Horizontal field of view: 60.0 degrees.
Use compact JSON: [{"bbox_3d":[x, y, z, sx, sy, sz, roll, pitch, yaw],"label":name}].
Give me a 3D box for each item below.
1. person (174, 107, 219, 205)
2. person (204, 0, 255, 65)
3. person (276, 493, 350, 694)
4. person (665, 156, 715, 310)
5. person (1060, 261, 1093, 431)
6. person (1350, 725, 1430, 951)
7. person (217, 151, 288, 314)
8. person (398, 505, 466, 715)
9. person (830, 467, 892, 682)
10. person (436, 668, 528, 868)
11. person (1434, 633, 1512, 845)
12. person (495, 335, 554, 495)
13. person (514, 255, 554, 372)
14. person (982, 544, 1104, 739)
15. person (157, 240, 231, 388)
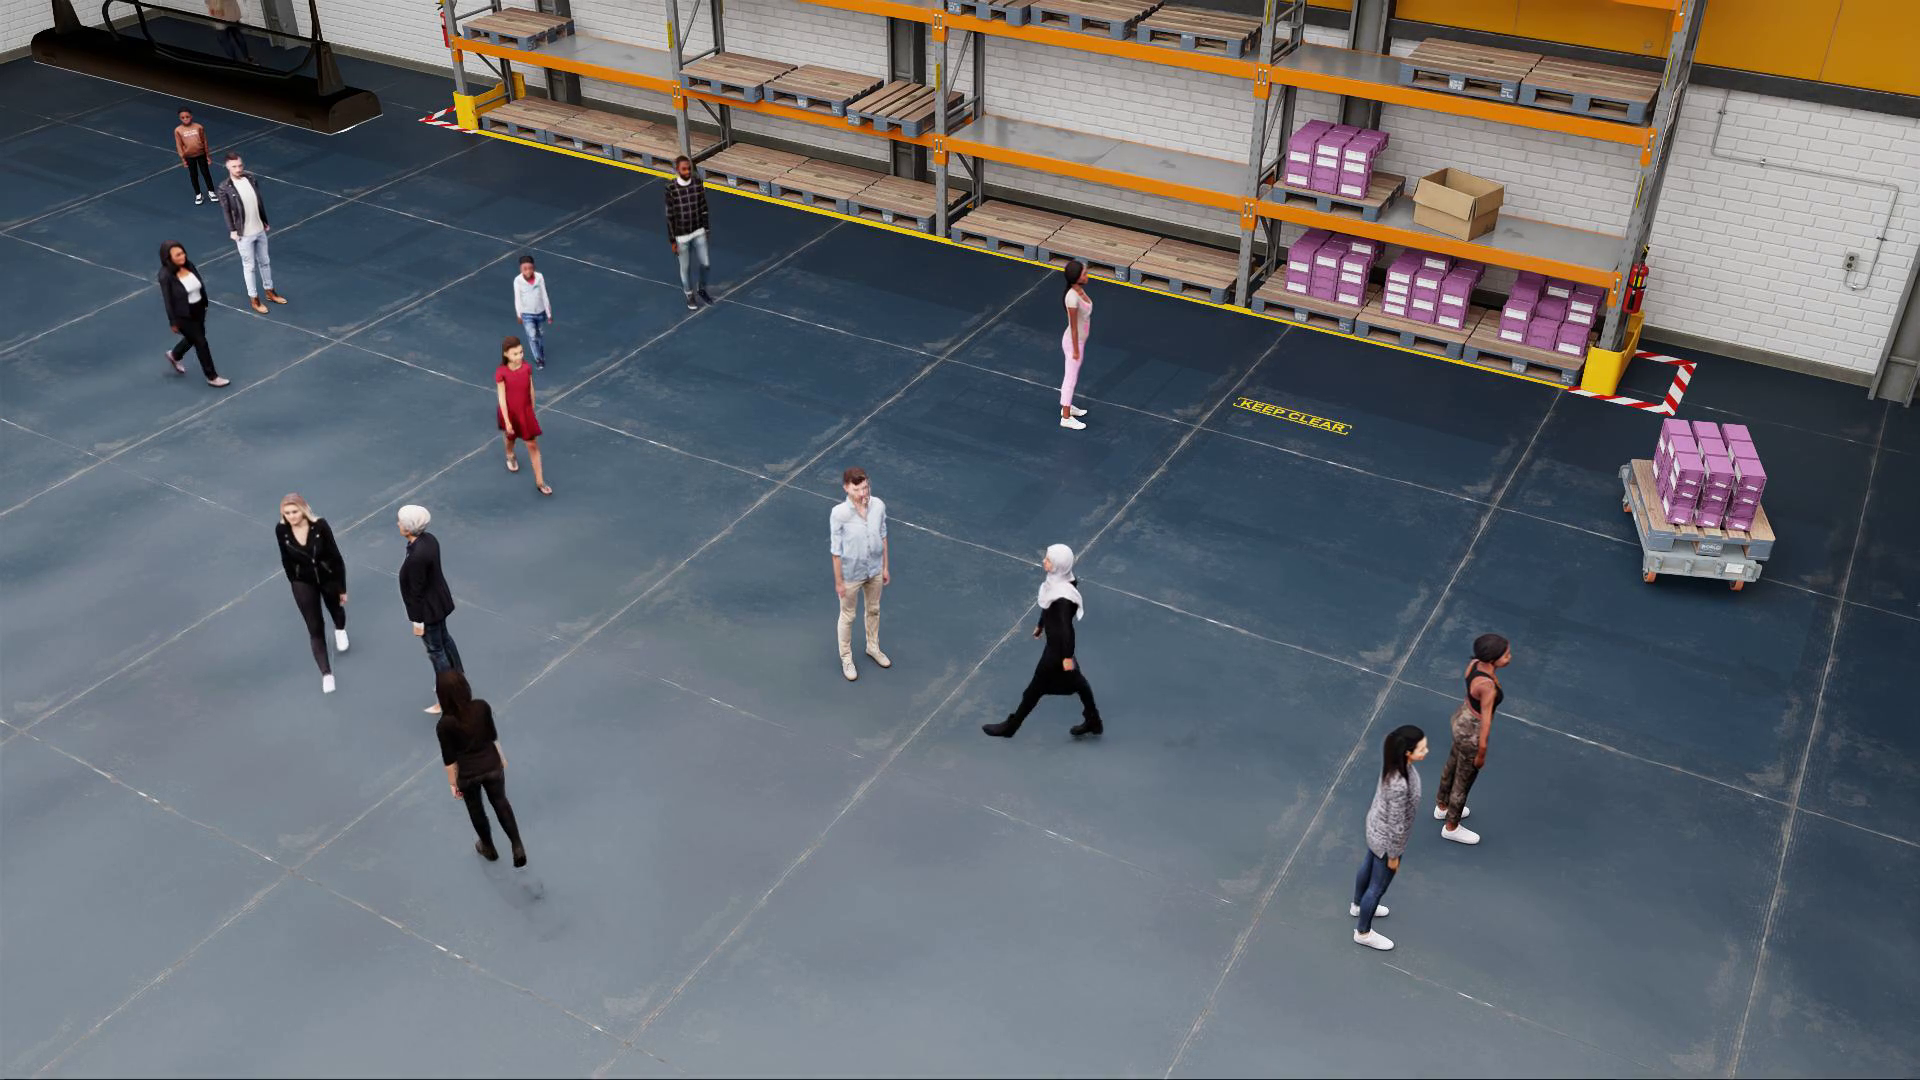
[{"bbox_3d":[-9.862,-4.981,21.458,0.591,1.254,0.611,-16,37,-23],"label":"person"},{"bbox_3d":[-11.372,-8.236,25.790,0.978,1.879,1.062,6,34,9],"label":"person"},{"bbox_3d":[-5.064,0.298,13.171,1.090,1.636,1.186,-11,35,-15],"label":"person"},{"bbox_3d":[-3.095,-3.489,18.715,0.803,1.805,0.840,-15,36,-21],"label":"person"},{"bbox_3d":[1.130,-1.951,16.459,0.637,1.741,0.645,4,34,6],"label":"person"},{"bbox_3d":[2.755,1.871,10.717,0.659,1.731,0.689,4,34,6],"label":"person"},{"bbox_3d":[-7.985,-3.484,18.680,0.529,1.835,0.649,18,38,25],"label":"person"},{"bbox_3d":[-4.031,0.528,12.552,0.772,1.779,0.835,-2,34,-3],"label":"person"},{"bbox_3d":[-0.785,0.229,13.083,0.733,1.848,0.726,-18,38,-25],"label":"person"},{"bbox_3d":[-3.215,1.595,11.229,0.754,1.625,0.920,-24,41,-32],"label":"person"},{"bbox_3d":[3.553,1.344,11.539,0.666,1.699,0.654,2,34,3],"label":"person"},{"bbox_3d":[-4.176,-1.222,15.566,0.864,1.516,1.146,-19,38,-27],"label":"person"},{"bbox_3d":[-4.539,-2.454,17.678,0.799,1.228,0.924,-14,36,-20],"label":"person"},{"bbox_3d":[0.828,0.801,12.332,1.237,1.726,1.048,-2,34,-4],"label":"person"},{"bbox_3d":[-8.049,-2.340,17.177,1.100,1.594,0.836,8,34,11],"label":"person"}]
